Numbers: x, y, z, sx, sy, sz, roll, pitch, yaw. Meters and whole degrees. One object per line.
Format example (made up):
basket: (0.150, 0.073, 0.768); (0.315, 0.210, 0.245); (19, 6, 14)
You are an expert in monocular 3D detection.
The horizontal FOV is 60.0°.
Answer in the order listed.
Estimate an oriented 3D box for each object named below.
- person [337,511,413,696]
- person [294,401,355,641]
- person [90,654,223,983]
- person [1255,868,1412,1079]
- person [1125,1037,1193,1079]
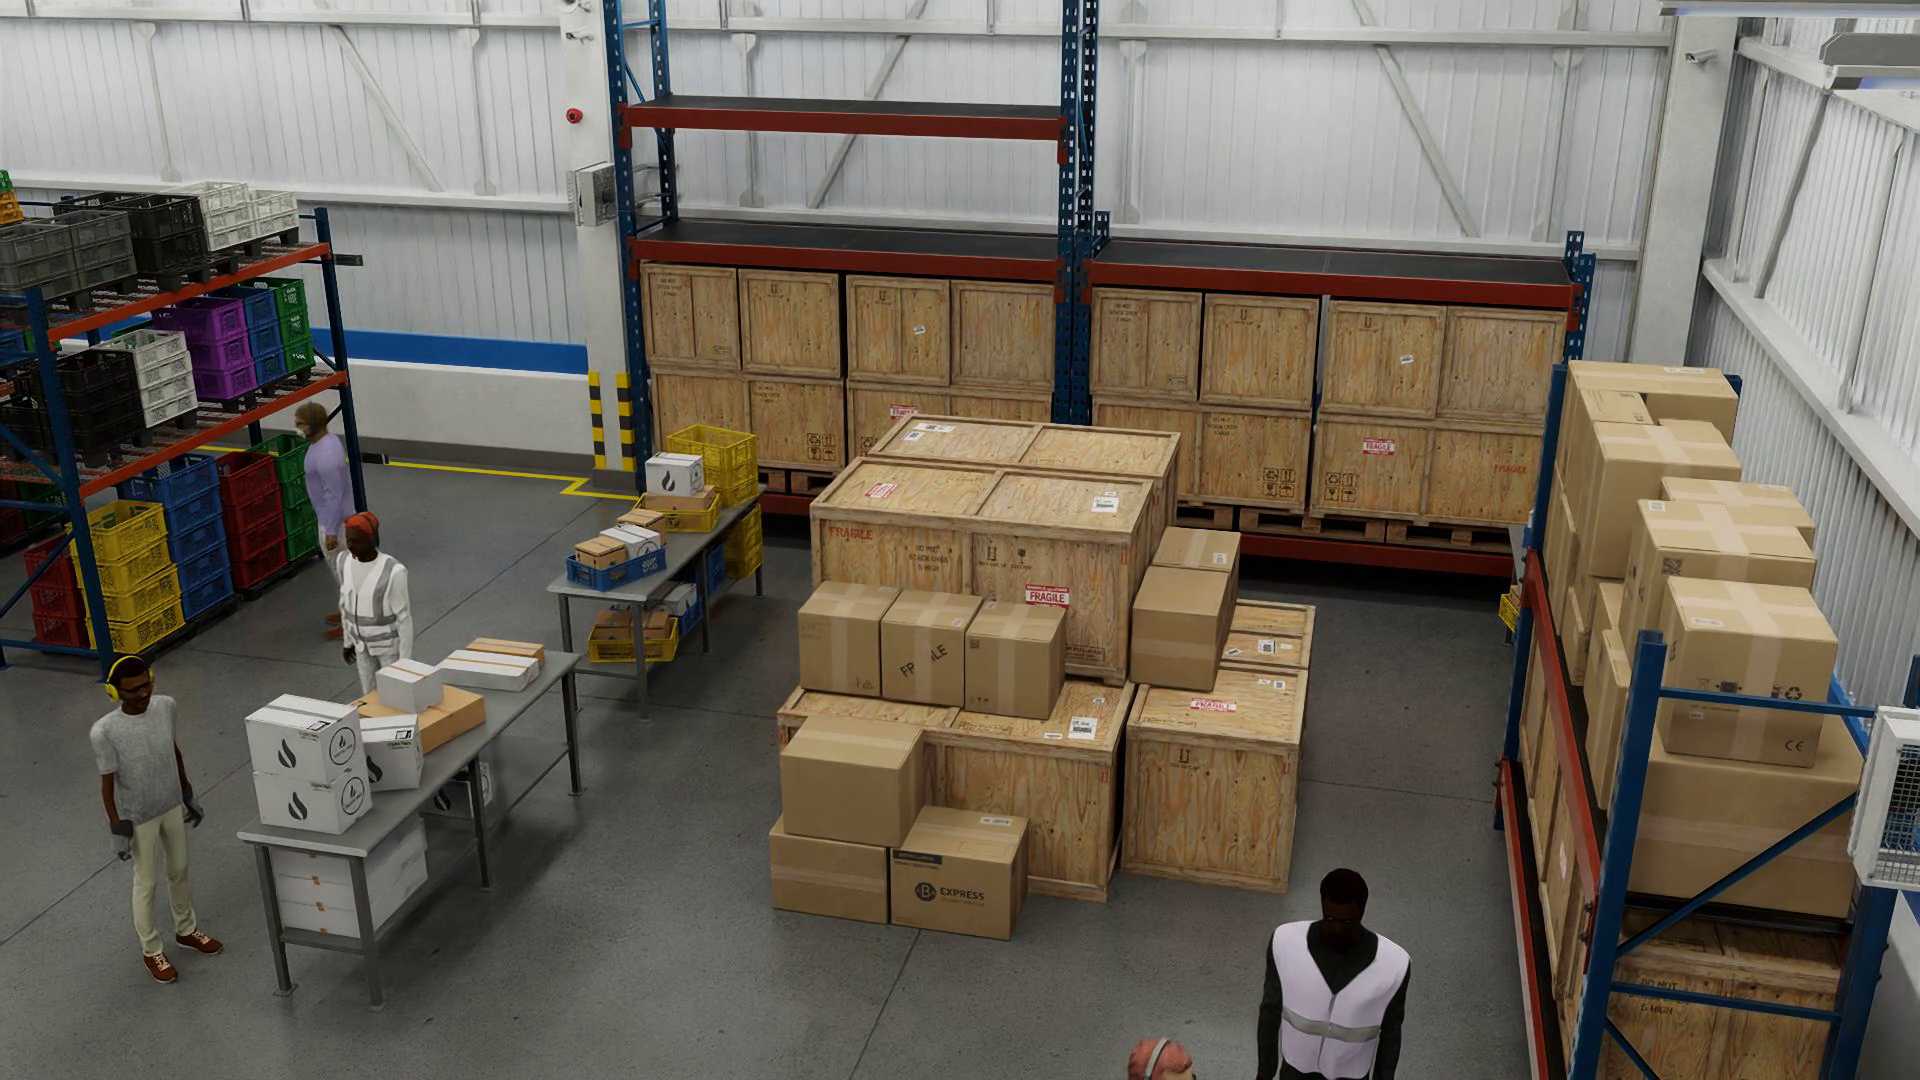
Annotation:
person: (-3.829, 0.697, 10.961); (0.579, 1.878, 0.360); (11, 23, 26)
person: (-4.953, -0.162, 13.115); (0.355, 1.936, 0.635); (-8, 22, -19)
person: (-4.329, 1.470, 8.948); (0.310, 1.863, 0.532); (10, 23, 25)
person: (1.533, 2.203, 6.953); (0.593, 1.920, 0.391); (5, 22, 13)
person: (0.661, 2.590, 5.978); (0.400, 1.899, 0.649); (15, 25, 33)
